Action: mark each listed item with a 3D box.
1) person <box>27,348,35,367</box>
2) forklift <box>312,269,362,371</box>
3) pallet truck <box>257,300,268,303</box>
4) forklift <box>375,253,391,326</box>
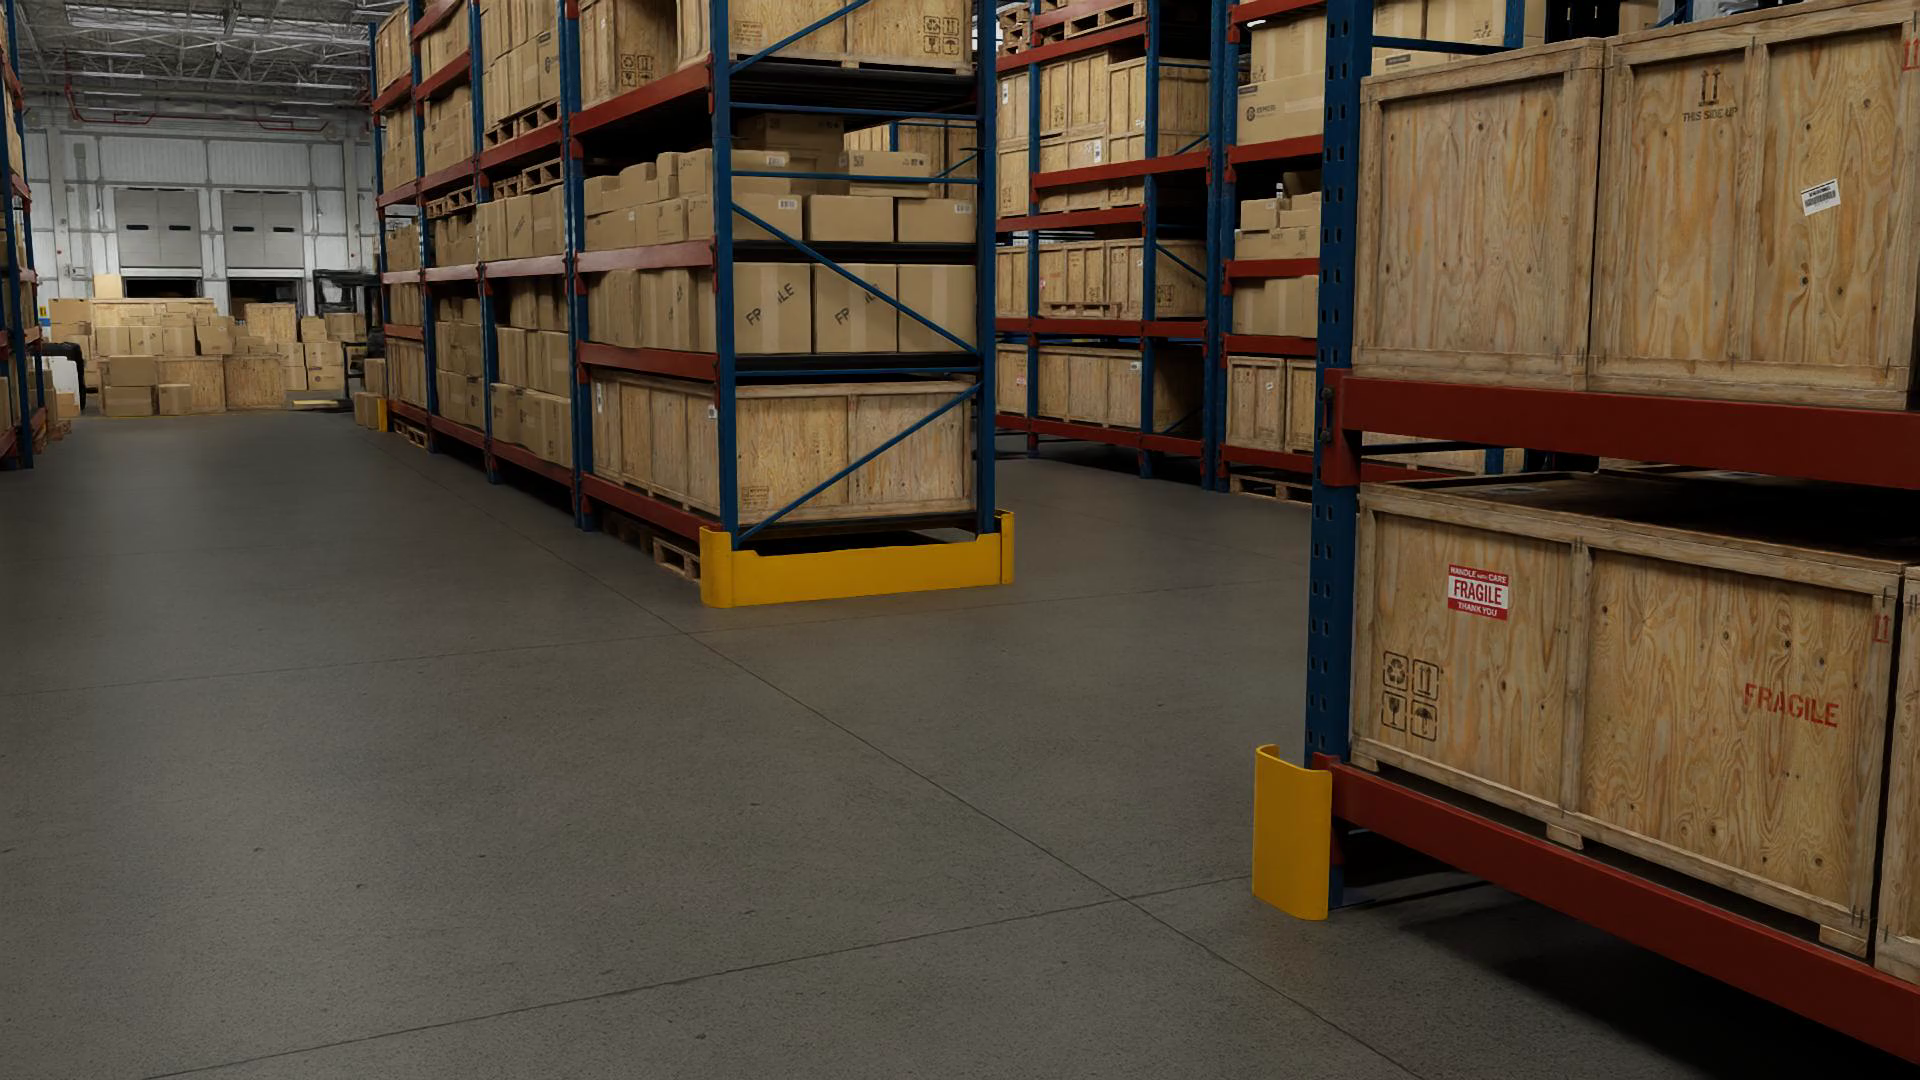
[{"bbox_3d":[-14.579,-2.549,25.934,0.614,1.617,0.554,-3,9,-23],"label":"person"},{"bbox_3d":[-17.230,-6.040,45.740,1.129,2.768,1.873,-5,10,-33],"label":"forklift"},{"bbox_3d":[-23.913,-7.404,58.171,1.885,1.965,0.823,-1,8,-9],"label":"pallet truck"},{"bbox_3d":[-9.893,-3.687,29.516,1.129,2.768,1.873,6,10,37],"label":"forklift"}]
